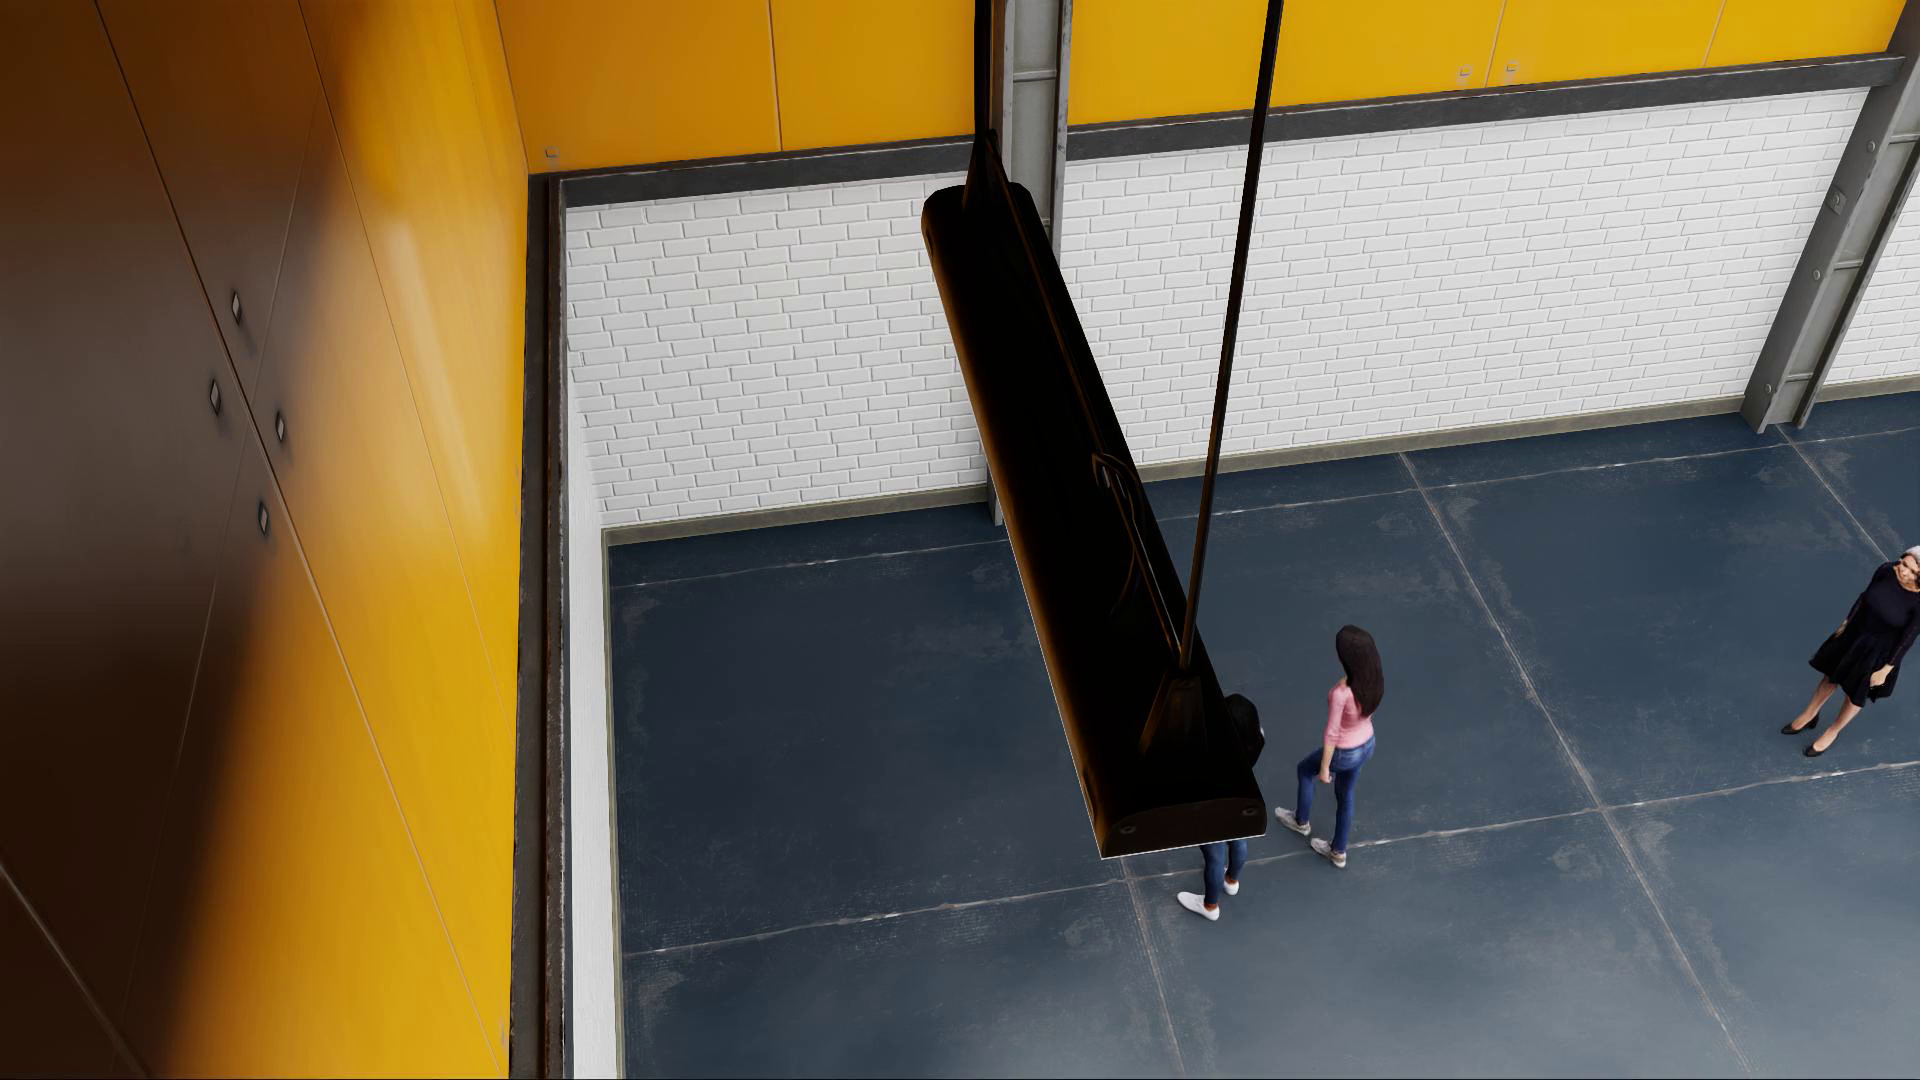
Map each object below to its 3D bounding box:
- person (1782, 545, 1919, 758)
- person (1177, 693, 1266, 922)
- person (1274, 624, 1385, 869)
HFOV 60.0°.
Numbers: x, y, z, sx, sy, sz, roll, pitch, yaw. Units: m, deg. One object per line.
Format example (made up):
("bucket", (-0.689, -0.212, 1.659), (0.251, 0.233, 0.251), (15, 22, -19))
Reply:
("person", (5.497, 0.655, 10.025), (0.636, 1.746, 0.657), (-16, 46, -16))
("person", (1.469, 1.472, 9.176), (0.745, 1.735, 0.652), (33, 53, 30))
("person", (2.248, 1.233, 9.438), (0.826, 1.719, 0.849), (-32, 52, -29))
